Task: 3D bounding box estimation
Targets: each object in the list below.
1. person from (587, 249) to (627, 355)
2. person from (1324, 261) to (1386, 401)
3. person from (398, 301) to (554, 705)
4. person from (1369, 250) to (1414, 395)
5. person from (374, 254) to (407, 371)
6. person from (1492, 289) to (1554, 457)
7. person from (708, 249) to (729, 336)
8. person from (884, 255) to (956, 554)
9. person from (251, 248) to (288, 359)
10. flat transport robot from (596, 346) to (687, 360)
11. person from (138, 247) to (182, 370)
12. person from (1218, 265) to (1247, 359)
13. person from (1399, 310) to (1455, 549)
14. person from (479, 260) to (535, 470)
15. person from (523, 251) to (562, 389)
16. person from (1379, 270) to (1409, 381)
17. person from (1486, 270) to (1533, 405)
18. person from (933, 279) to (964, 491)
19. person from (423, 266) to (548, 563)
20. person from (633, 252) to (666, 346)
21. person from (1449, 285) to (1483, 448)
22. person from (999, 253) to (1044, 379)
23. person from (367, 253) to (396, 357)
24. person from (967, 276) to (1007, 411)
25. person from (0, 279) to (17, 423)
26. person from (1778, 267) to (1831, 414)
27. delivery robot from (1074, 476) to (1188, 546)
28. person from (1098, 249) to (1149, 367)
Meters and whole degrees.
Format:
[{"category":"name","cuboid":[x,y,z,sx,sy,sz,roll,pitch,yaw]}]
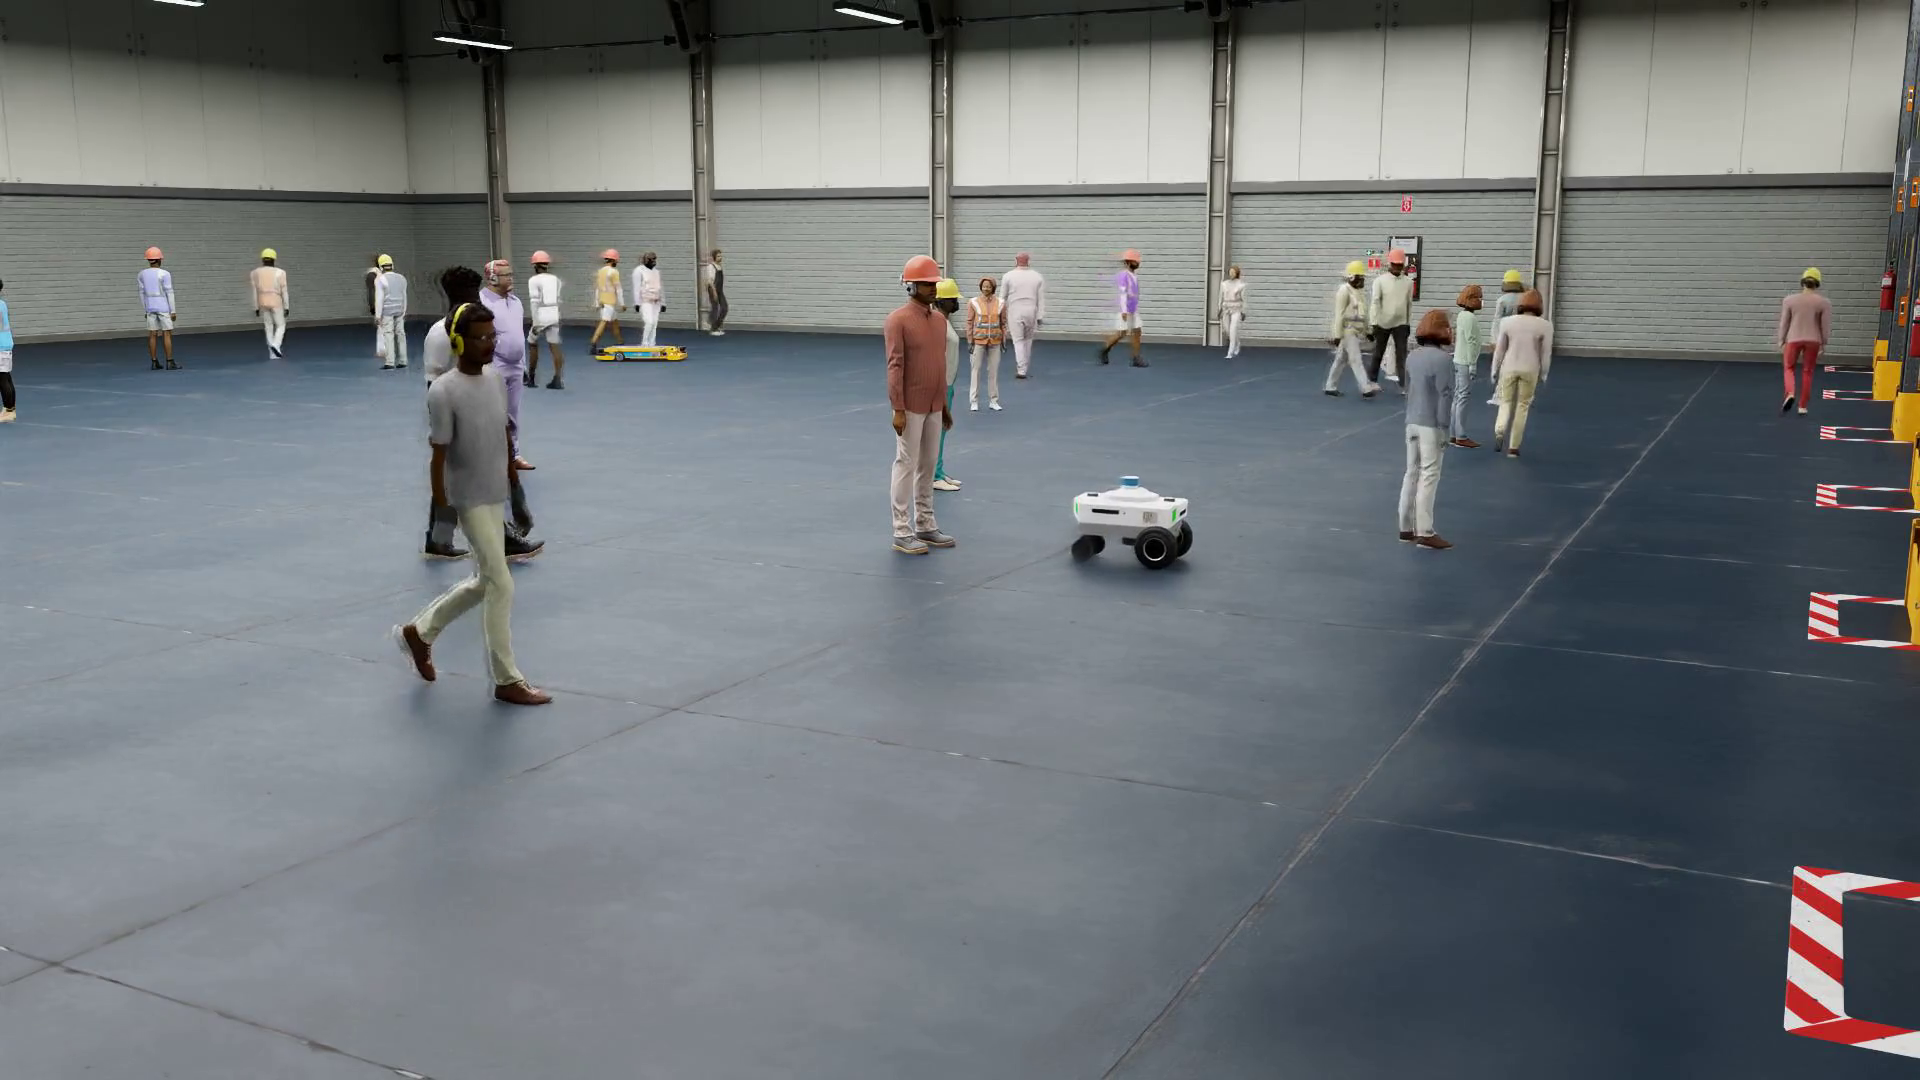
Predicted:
[{"category":"person","cuboid":[-6.309,-4.262,29.815,1.026,1.886,0.548,-9,14,-41]},{"category":"person","cuboid":[5.137,-2.701,21.539,0.912,1.780,0.609,7,12,33]},{"category":"person","cuboid":[-2.258,-0.170,7.612,0.791,1.844,0.522,3,11,15]},{"category":"person","cuboid":[5.837,-2.952,22.525,0.647,1.939,1.053,-2,11,-9]},{"category":"person","cuboid":[-8.987,-3.576,26.222,0.404,1.825,0.587,6,12,31]},{"category":"person","cuboid":[5.389,-1.592,15.969,0.535,1.610,0.407,6,12,28]},{"category":"person","cuboid":[-5.152,-5.245,35.311,0.424,1.825,0.515,5,11,25]},{"category":"person","cuboid":[-0.267,-0.915,11.246,0.377,1.995,0.612,7,13,34]},{"category":"person","cuboid":[-11.846,-4.051,28.588,0.585,1.912,0.465,-1,10,-4]},{"category":"flat transport robot","cuboid":[-5.432,-3.198,28.403,1.431,0.197,0.652,0,10,1]},{"category":"person","cuboid":[-12.691,-3.659,26.354,0.545,1.943,0.347,1,10,6]},{"category":"person","cuboid":[4.774,-3.974,28.939,0.514,1.619,0.657,8,13,38]},{"category":"person","cuboid":[3.243,-0.757,11.425,0.307,1.620,0.588,-4,11,-19]},{"category":"person","cuboid":[-4.106,-1.548,14.944,0.409,1.908,0.642,5,11,25]},{"category":"person","cuboid":[-5.867,-3.066,23.227,0.910,1.895,0.562,8,13,37]},{"category":"person","cuboid":[6.394,-3.141,24.372,0.362,1.625,0.539,7,12,33]},{"category":"person","cuboid":[6.855,-2.489,20.615,0.498,1.713,0.823,-5,11,-25]},{"category":"person","cuboid":[-0.127,-1.304,13.991,0.313,1.769,0.523,1,10,4]},{"category":"person","cuboid":[-3.119,-0.805,10.821,0.939,1.922,0.612,0,10,-2]},{"category":"person","cuboid":[-5.543,-4.243,29.832,0.474,1.831,0.661,6,12,31]},{"category":"person","cuboid":[5.133,-1.755,16.812,0.284,1.633,0.497,1,10,4]},{"category":"person","cuboid":[0.881,-3.371,25.014,0.668,1.863,0.959,-3,11,-18]},{"category":"person","cuboid":[-10.031,-4.099,29.099,0.605,1.823,0.648,1,10,4]},{"category":"person","cuboid":[0.329,-2.389,20.264,0.515,1.636,0.314,-3,11,-13]},{"category":"person","cuboid":[-10.974,-2.180,18.953,0.318,1.700,0.535,-4,11,-20]},{"category":"person","cuboid":[10.053,-2.364,19.811,0.541,1.750,0.387,5,12,26]},{"category":"delivery robot","cuboid":[1.111,-0.175,10.867,0.707,0.478,0.477,3,11,21]},{"category":"person","cuboid":[2.674,-3.751,26.945,0.782,1.915,0.553,8,13,36]}]
